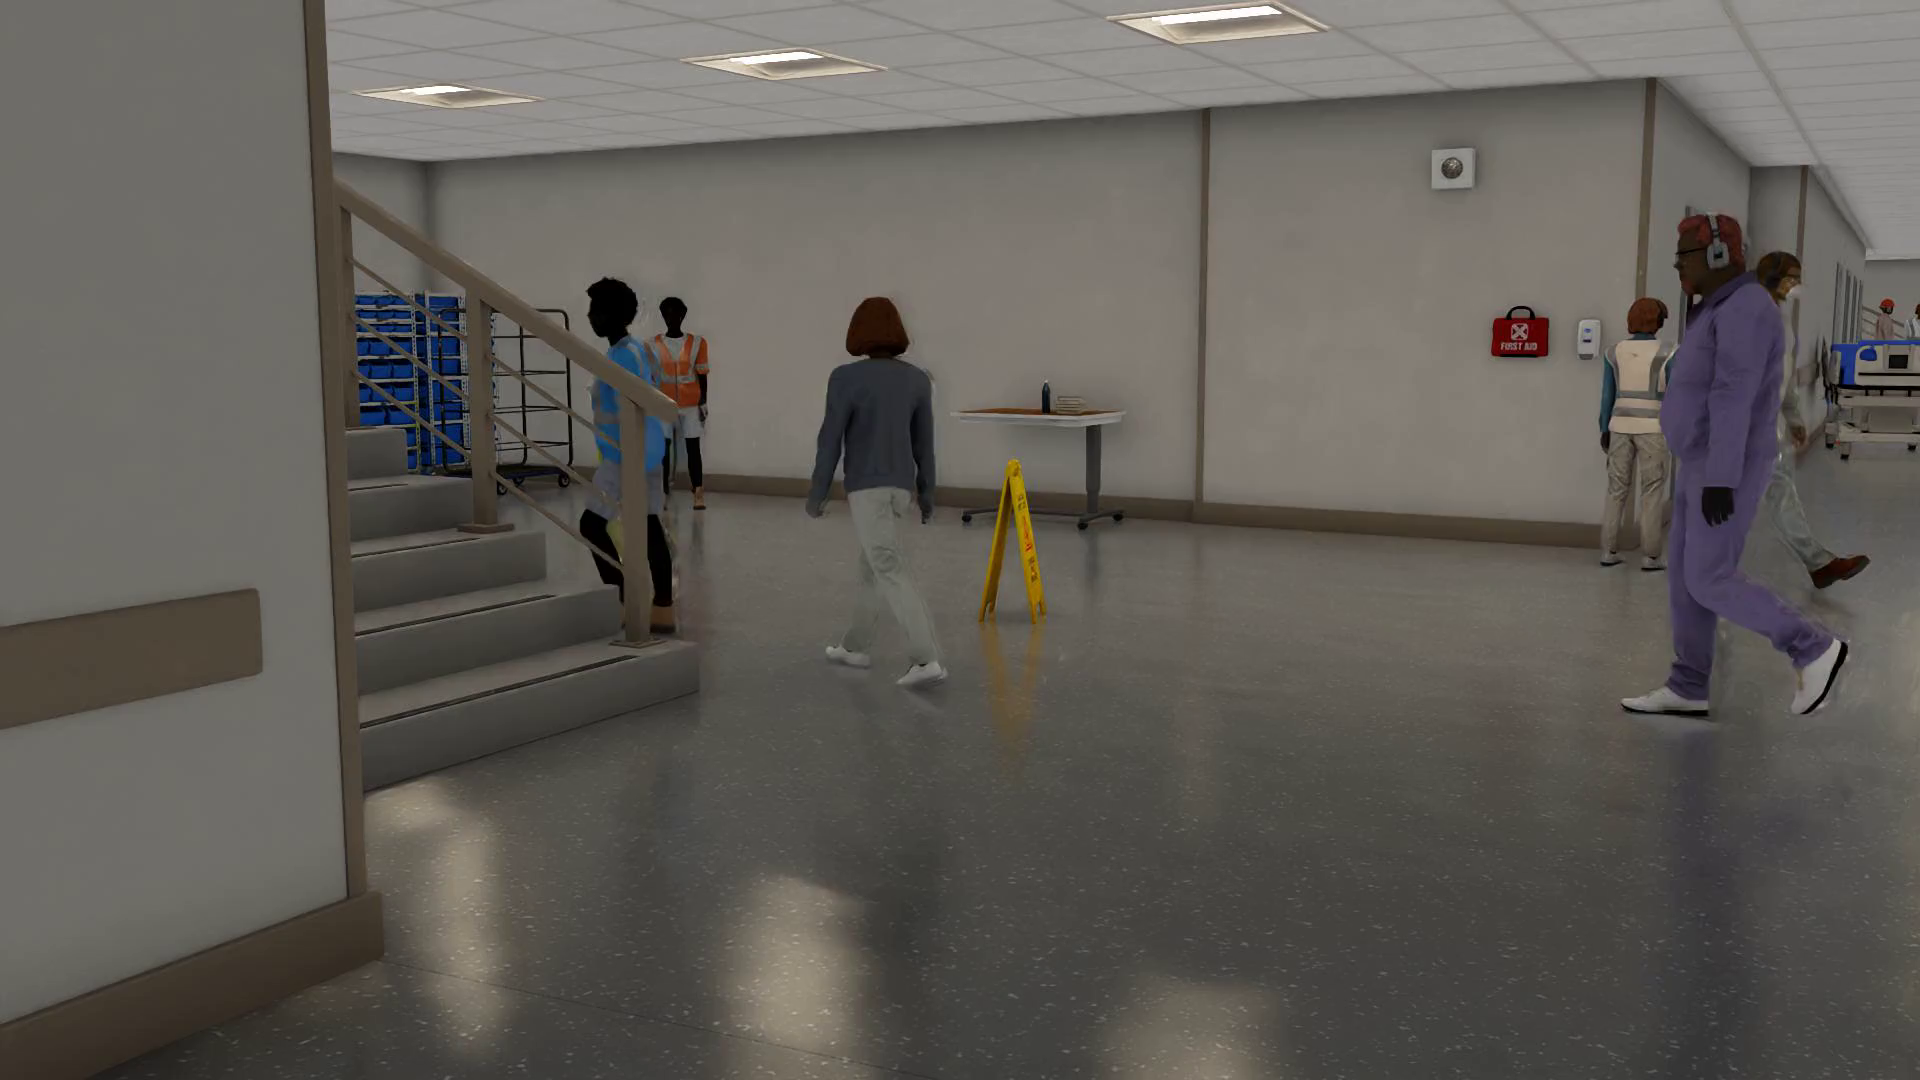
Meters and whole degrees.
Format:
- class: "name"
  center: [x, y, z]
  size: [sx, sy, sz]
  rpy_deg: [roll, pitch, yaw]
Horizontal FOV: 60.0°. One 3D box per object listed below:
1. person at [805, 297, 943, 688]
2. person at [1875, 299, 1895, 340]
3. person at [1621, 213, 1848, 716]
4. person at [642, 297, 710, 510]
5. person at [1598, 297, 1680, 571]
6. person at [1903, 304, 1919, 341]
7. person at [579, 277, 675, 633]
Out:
- class: "person"
  center: [-0.324, -0.201, 6.846]
  size: [0.501, 1.588, 0.861]
  rpy_deg: [-7, 10, -43]
- class: "person"
  center: [19.406, -4.055, 34.919]
  size: [0.375, 1.997, 0.612]
  rpy_deg: [1, 8, 10]
- class: "person"
  center: [2.853, -0.253, 6.098]
  size: [0.628, 1.881, 0.648]
  rpy_deg: [2, 8, 13]
- class: "person"
  center: [-2.245, -1.070, 13.142]
  size: [0.536, 1.689, 0.324]
  rpy_deg: [-1, 8, -11]
- class: "person"
  center: [4.087, -0.634, 10.000]
  size: [0.311, 1.634, 0.516]
  rpy_deg: [-6, 9, -37]
- class: "person"
  center: [18.911, -3.724, 32.801]
  size: [0.585, 1.882, 0.344]
  rpy_deg: [2, 8, 17]
- class: "person"
  center: [-1.596, -0.374, 7.763]
  size: [0.539, 1.676, 0.588]
  rpy_deg: [0, 7, 1]
